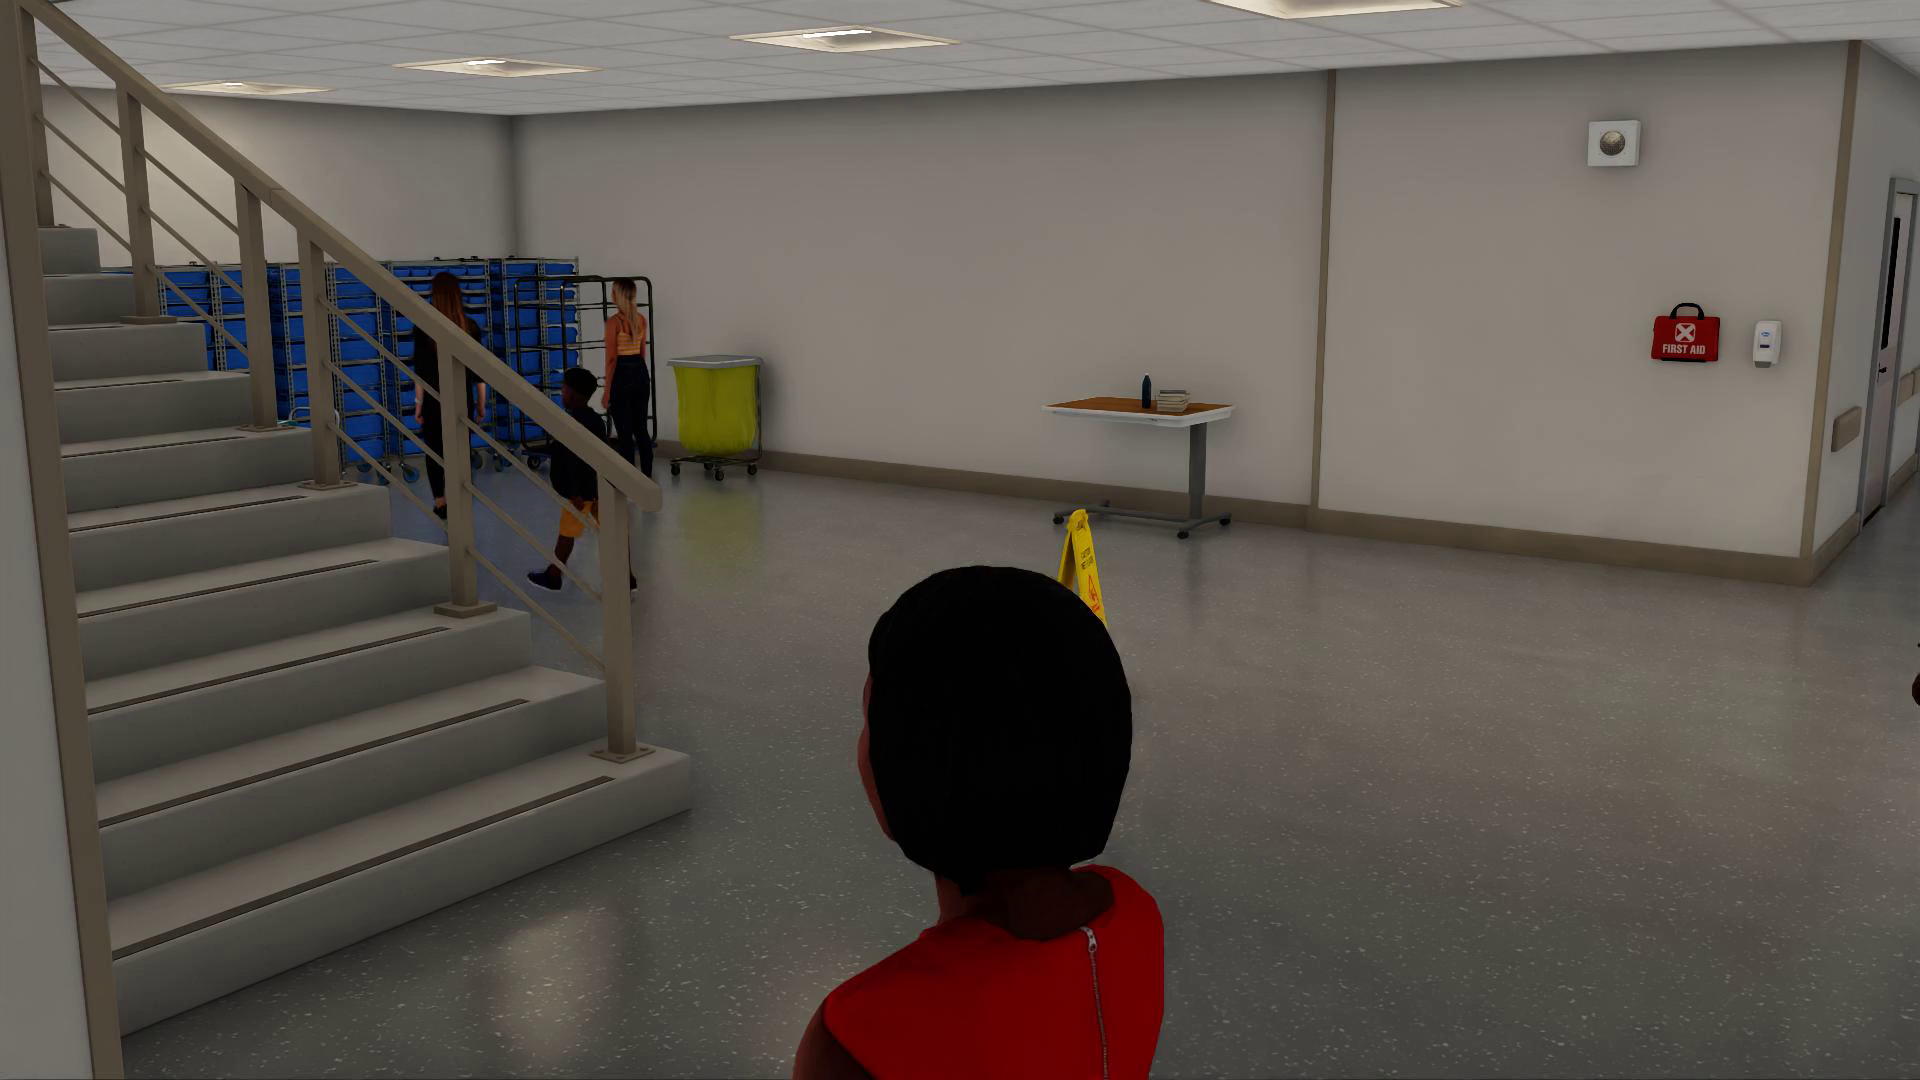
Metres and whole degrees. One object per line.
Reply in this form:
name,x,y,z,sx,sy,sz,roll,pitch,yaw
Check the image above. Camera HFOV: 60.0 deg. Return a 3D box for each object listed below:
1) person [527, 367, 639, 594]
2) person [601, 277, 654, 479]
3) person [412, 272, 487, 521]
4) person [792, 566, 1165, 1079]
person,-1.962,-0.283,8.973,0.931,1.237,0.668,4,12,22
person,-2.503,-1.163,12.560,0.507,1.629,0.564,7,13,34
person,-3.359,-0.892,10.962,0.823,1.691,0.901,-4,12,-22
person,0.043,0.908,1.443,0.863,1.704,0.639,8,14,37
